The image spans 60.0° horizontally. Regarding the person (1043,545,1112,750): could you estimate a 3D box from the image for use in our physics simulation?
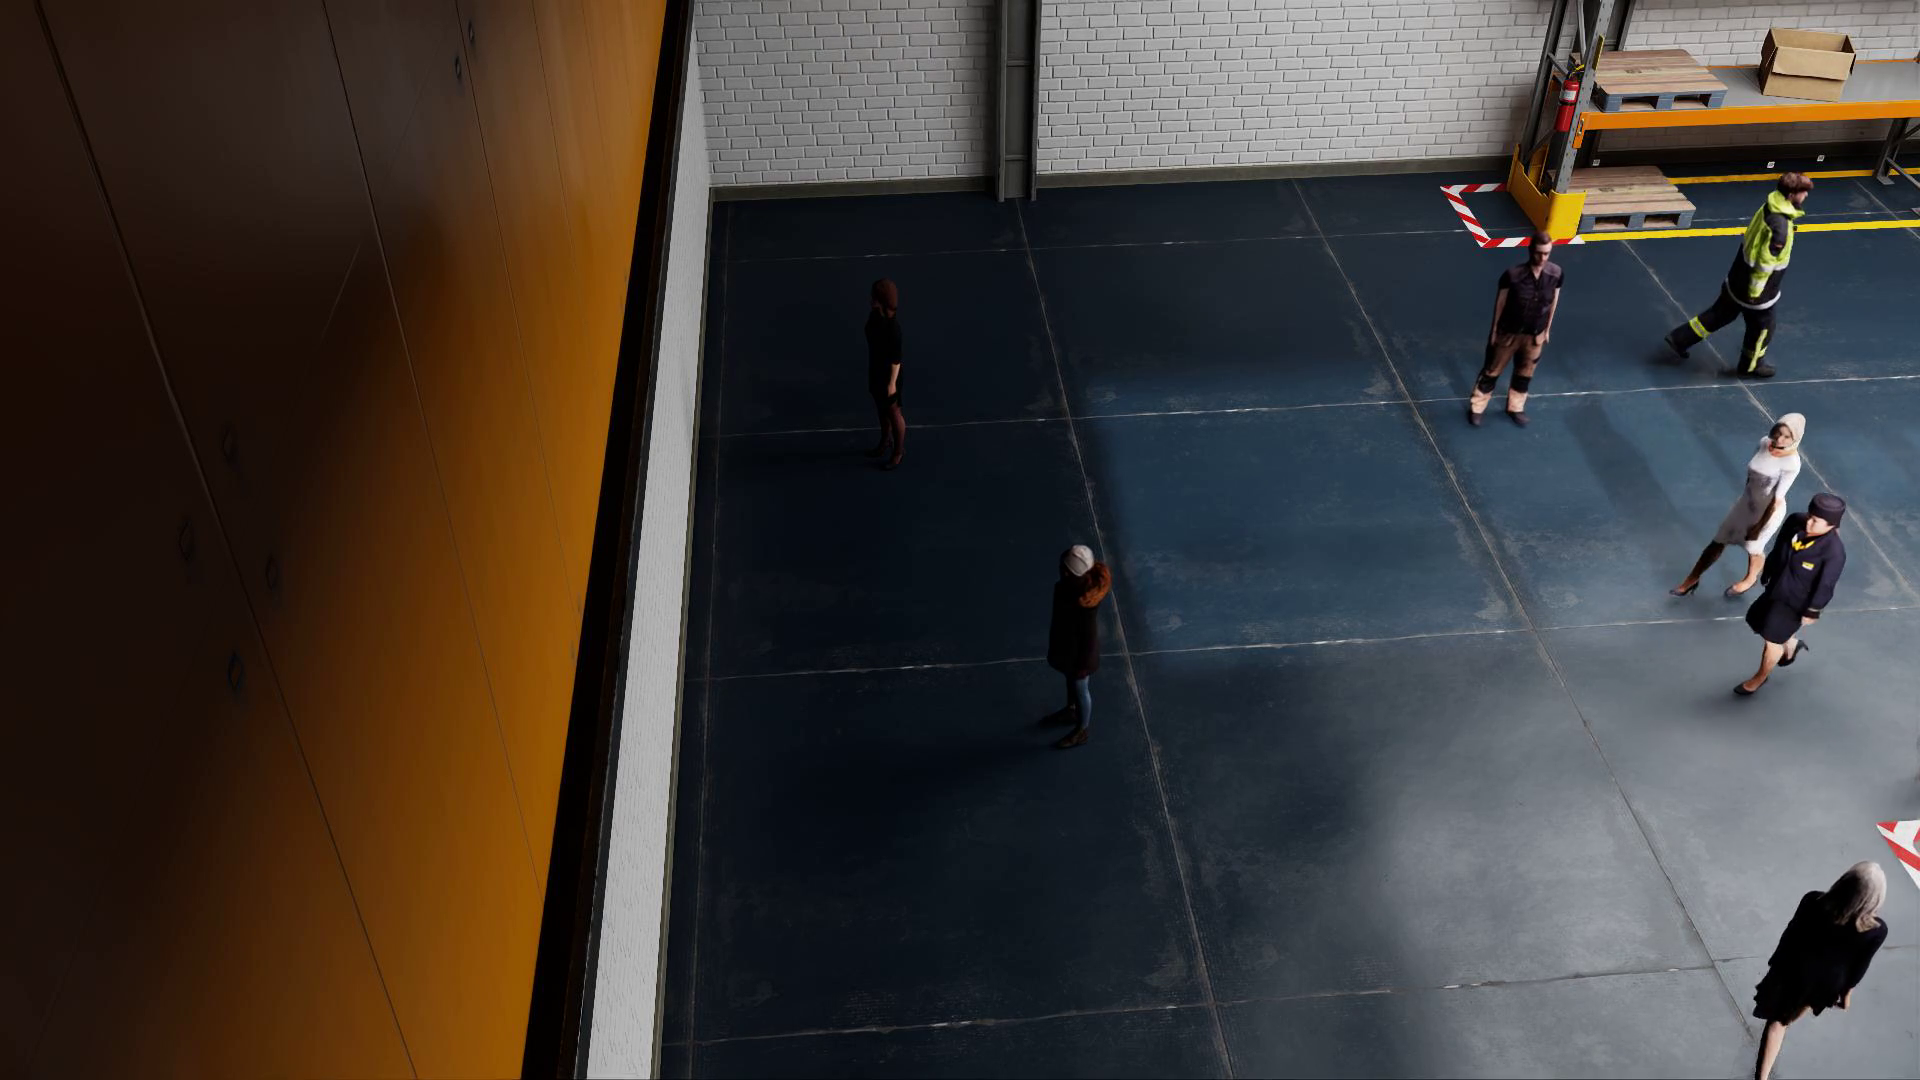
[{"bbox_3d":[0.755,0.677,10.820,0.639,1.630,0.653,-9,39,-11],"label":"person"}]

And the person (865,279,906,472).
[{"bbox_3d":[-0.588,-1.330,13.272,0.632,1.706,0.652,-19,43,-23],"label":"person"}]

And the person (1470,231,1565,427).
[{"bbox_3d":[4.599,-1.747,13.693,0.544,1.831,0.739,-2,39,-2],"label":"person"}]

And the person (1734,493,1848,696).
[{"bbox_3d":[5.662,0.362,11.189,0.830,1.662,0.762,-9,40,-11],"label":"person"}]

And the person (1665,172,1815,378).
[{"bbox_3d":[6.724,-2.276,14.265,1.302,1.945,0.983,5,39,6],"label":"person"}]

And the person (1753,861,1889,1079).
[{"bbox_3d":[4.415,2.336,8.680,1.099,1.708,1.067,21,43,24],"label":"person"}]

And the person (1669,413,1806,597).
[{"bbox_3d":[5.768,-0.221,11.878,0.964,1.713,0.706,-7,39,-8],"label":"person"}]
